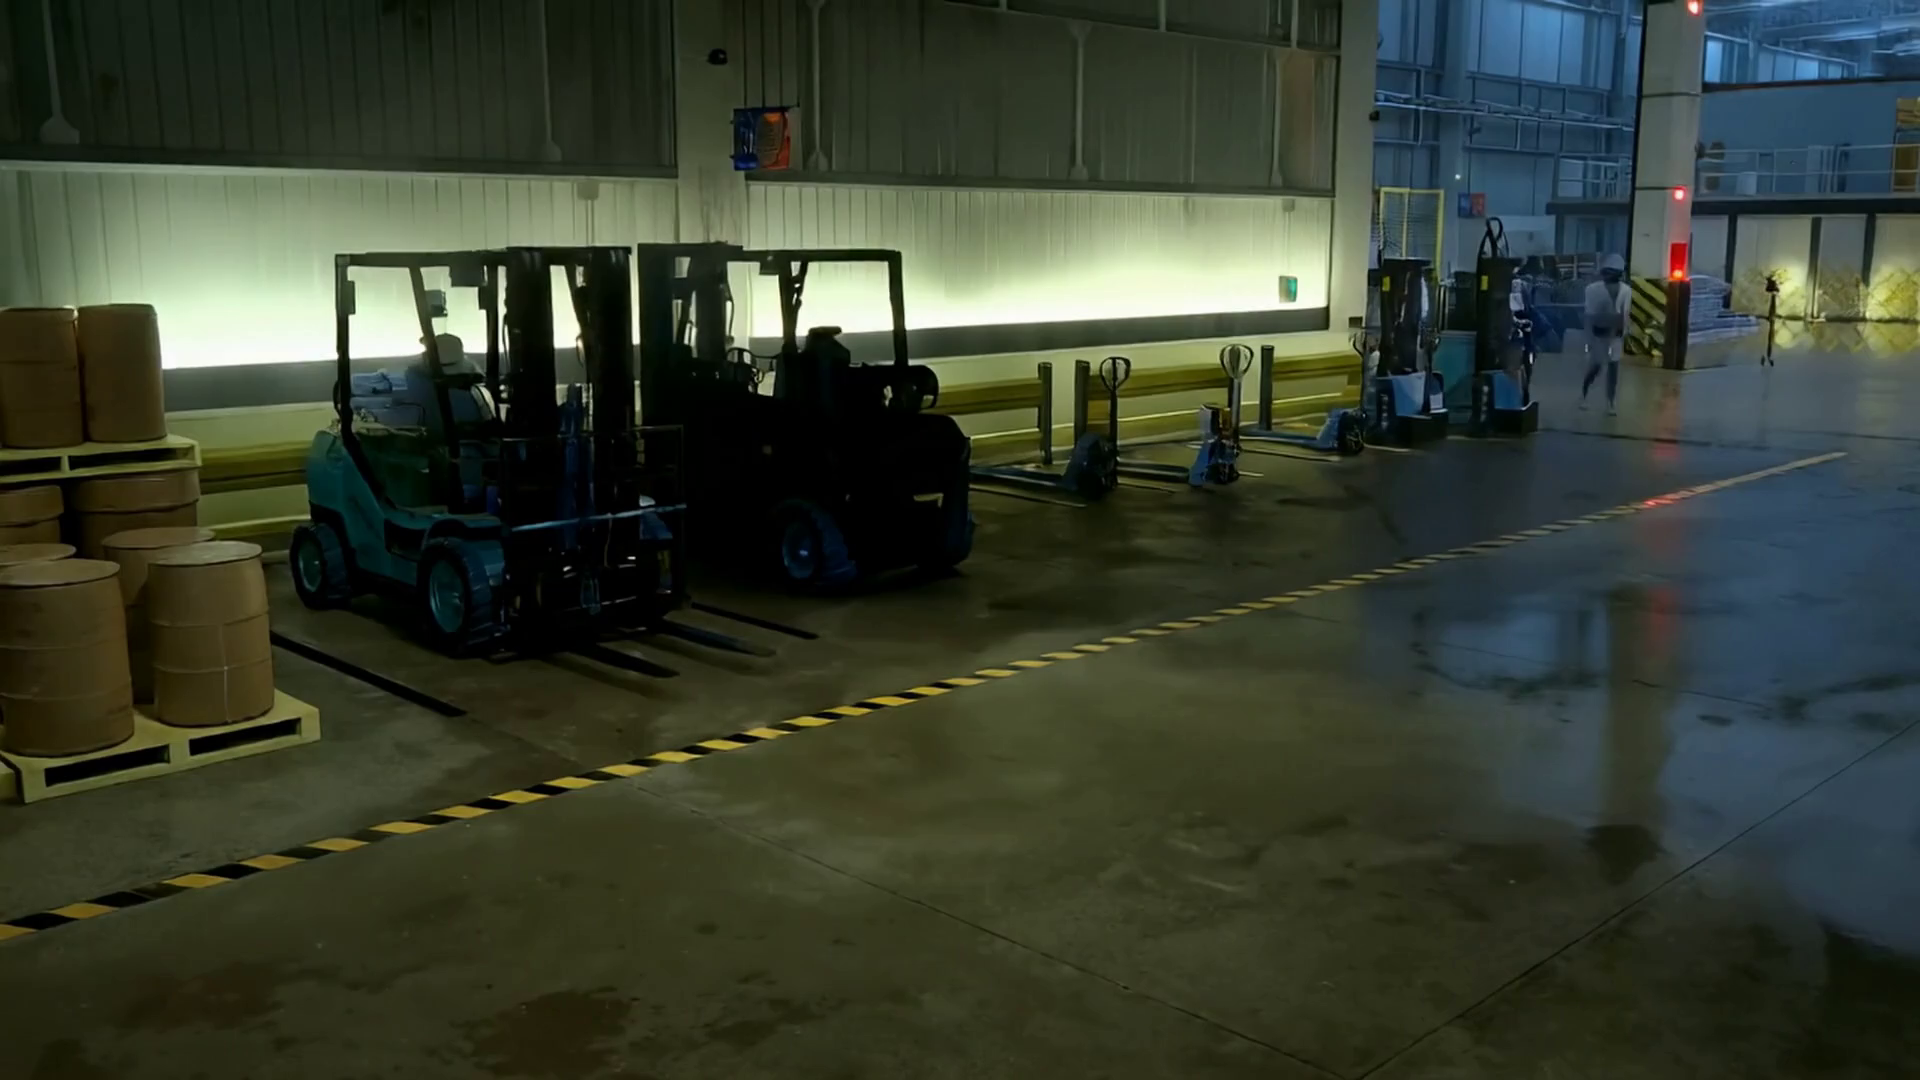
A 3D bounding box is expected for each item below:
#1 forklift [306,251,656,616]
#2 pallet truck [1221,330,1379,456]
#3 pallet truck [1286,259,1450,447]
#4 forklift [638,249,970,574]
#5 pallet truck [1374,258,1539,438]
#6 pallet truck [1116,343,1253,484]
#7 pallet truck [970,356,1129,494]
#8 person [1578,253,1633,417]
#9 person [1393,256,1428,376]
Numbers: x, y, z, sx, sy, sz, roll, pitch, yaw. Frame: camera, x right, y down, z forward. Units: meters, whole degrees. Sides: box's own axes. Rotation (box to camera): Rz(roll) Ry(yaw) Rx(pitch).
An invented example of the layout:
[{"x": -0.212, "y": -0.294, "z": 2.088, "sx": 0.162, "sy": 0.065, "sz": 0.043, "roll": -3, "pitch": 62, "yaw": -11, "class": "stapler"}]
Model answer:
[{"x": -2.833, "y": -0.669, "z": 9.694, "sx": 1.157, "sy": 1.987, "sz": 2.680, "roll": -10, "pitch": 14, "yaw": -44, "class": "forklift"}, {"x": 3.563, "y": -1.581, "z": 17.381, "sx": 0.653, "sy": 1.274, "sz": 1.630, "roll": -10, "pitch": 14, "yaw": -44, "class": "pallet truck"}, {"x": 4.493, "y": -2.078, "z": 18.196, "sx": 0.823, "sy": 1.965, "sz": 1.885, "roll": -9, "pitch": 14, "yaw": -40, "class": "pallet truck"}, {"x": -1.173, "y": -0.958, "z": 11.239, "sx": 2.680, "sy": 1.987, "sz": 1.157, "roll": 10, "pitch": 14, "yaw": 43, "class": "forklift"}, {"x": 5.704, "y": -2.208, "z": 18.901, "sx": 1.885, "sy": 1.965, "sz": 0.823, "roll": 10, "pitch": 14, "yaw": 43, "class": "pallet truck"}, {"x": 1.962, "y": -1.215, "z": 15.415, "sx": 1.522, "sy": 1.261, "sz": 0.704, "roll": 10, "pitch": 14, "yaw": 43, "class": "pallet truck"}, {"x": 0.784, "y": -1.085, "z": 14.876, "sx": 0.680, "sy": 1.201, "sz": 1.601, "roll": -10, "pitch": 14, "yaw": -44, "class": "pallet truck"}, {"x": 8.042, "y": -2.557, "z": 20.720, "sx": 0.623, "sy": 2.031, "sz": 0.665, "roll": -1, "pitch": 10, "yaw": -4, "class": "person"}, {"x": 7.145, "y": -3.575, "z": 26.593, "sx": 0.642, "sy": 1.913, "sz": 0.408, "roll": 3, "pitch": 11, "yaw": 17, "class": "person"}]
